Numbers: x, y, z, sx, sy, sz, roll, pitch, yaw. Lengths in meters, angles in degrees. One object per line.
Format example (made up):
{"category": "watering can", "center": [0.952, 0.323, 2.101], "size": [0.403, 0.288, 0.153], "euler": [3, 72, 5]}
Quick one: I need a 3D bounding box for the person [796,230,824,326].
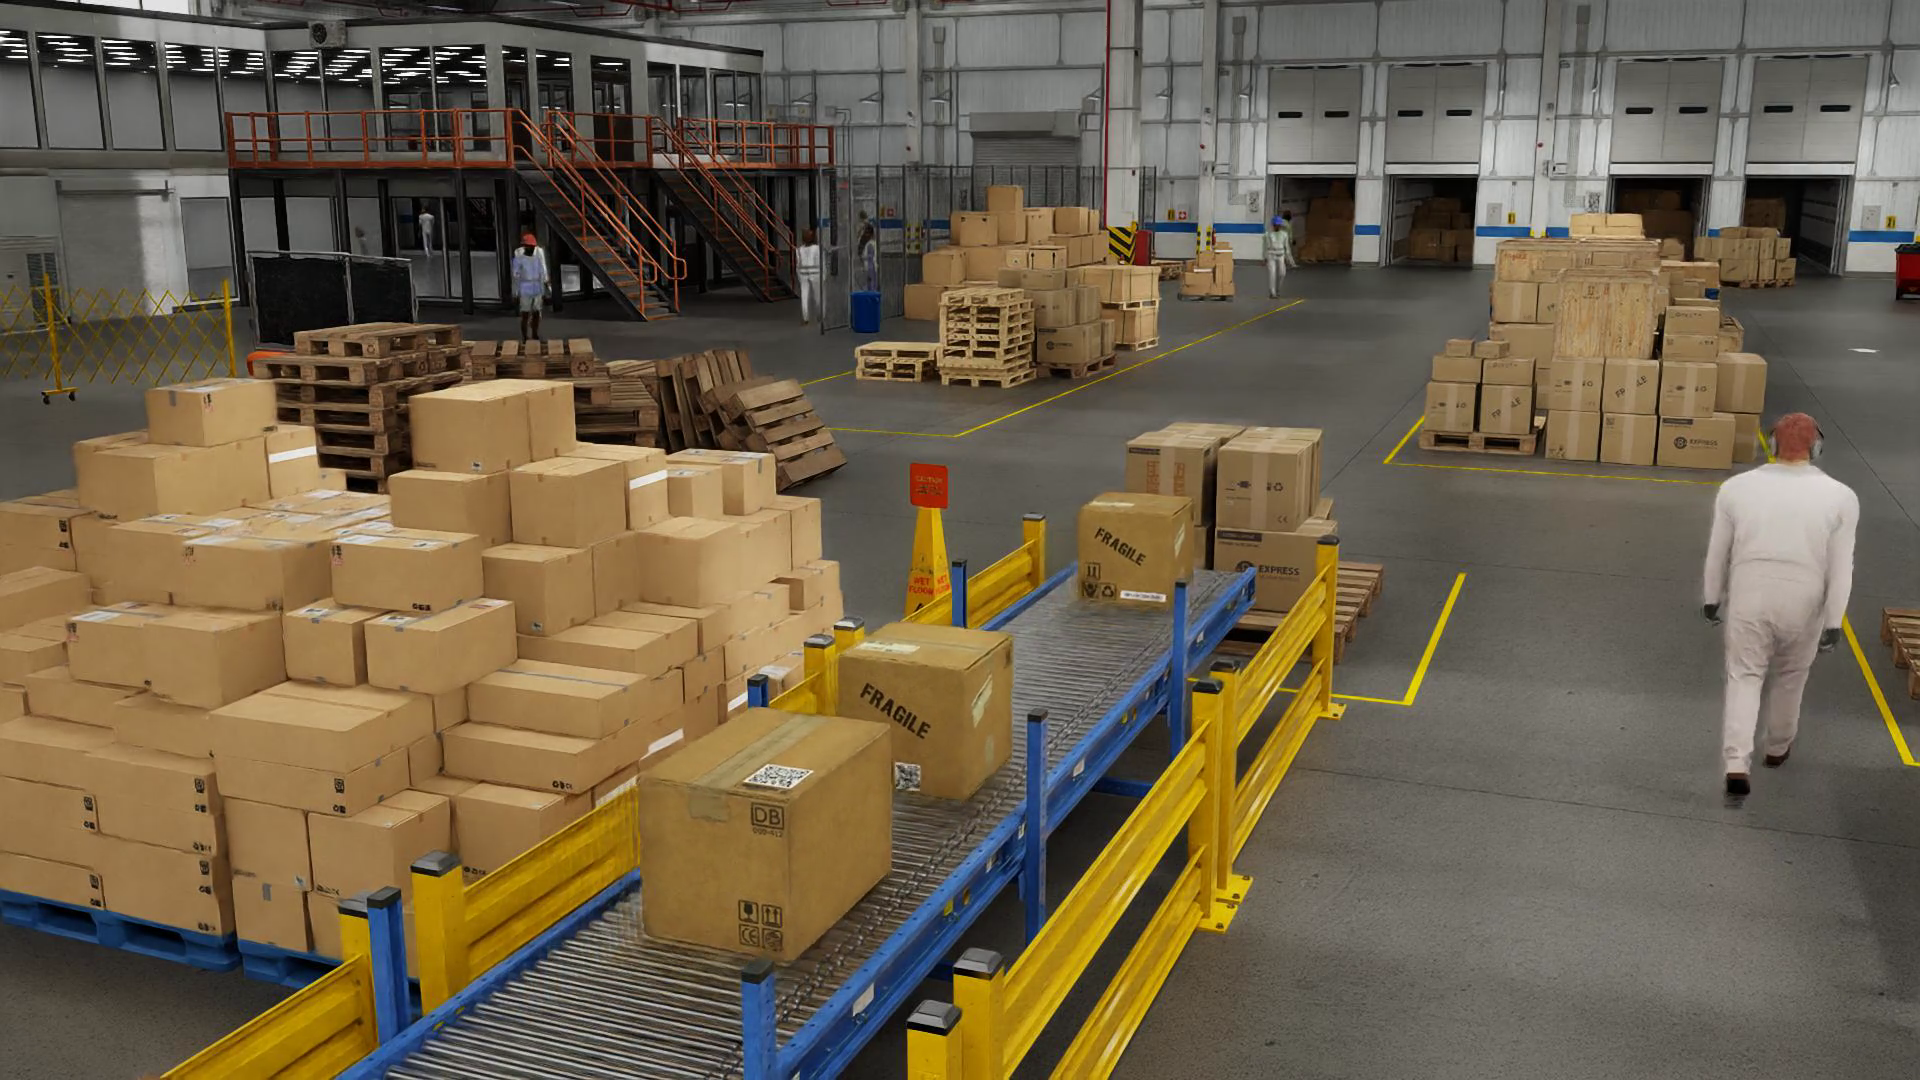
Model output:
{"category": "person", "center": [-2.905, -5.121, 32.455], "size": [0.576, 1.863, 0.769], "euler": [2, 13, 11]}

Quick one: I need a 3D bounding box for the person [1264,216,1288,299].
{"category": "person", "center": [7.436, -6.648, 39.153], "size": [0.615, 1.927, 0.439], "euler": [-2, 13, -8]}

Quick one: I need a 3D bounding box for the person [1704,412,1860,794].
{"category": "person", "center": [3.987, 0.302, 8.144], "size": [0.652, 1.863, 0.993], "euler": [7, 14, 30]}

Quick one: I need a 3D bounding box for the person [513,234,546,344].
{"category": "person", "center": [-7.274, -4.197, 28.146], "size": [0.372, 1.941, 0.555], "euler": [10, 16, 38]}

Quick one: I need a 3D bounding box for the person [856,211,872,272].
{"category": "person", "center": [-2.832, -8.779, 49.004], "size": [0.656, 1.793, 0.792], "euler": [-8, 15, -32]}

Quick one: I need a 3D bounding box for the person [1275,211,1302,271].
{"category": "person", "center": [9.816, -8.968, 49.881], "size": [0.964, 1.795, 0.620], "euler": [7, 14, 29]}

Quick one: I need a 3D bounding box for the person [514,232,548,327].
{"category": "person", "center": [-8.321, -5.084, 32.388], "size": [0.597, 1.841, 0.915], "euler": [1, 13, 6]}

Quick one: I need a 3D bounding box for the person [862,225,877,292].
{"category": "person", "center": [-1.794, -5.438, 33.781], "size": [0.397, 1.911, 0.587], "euler": [0, 13, 2]}
